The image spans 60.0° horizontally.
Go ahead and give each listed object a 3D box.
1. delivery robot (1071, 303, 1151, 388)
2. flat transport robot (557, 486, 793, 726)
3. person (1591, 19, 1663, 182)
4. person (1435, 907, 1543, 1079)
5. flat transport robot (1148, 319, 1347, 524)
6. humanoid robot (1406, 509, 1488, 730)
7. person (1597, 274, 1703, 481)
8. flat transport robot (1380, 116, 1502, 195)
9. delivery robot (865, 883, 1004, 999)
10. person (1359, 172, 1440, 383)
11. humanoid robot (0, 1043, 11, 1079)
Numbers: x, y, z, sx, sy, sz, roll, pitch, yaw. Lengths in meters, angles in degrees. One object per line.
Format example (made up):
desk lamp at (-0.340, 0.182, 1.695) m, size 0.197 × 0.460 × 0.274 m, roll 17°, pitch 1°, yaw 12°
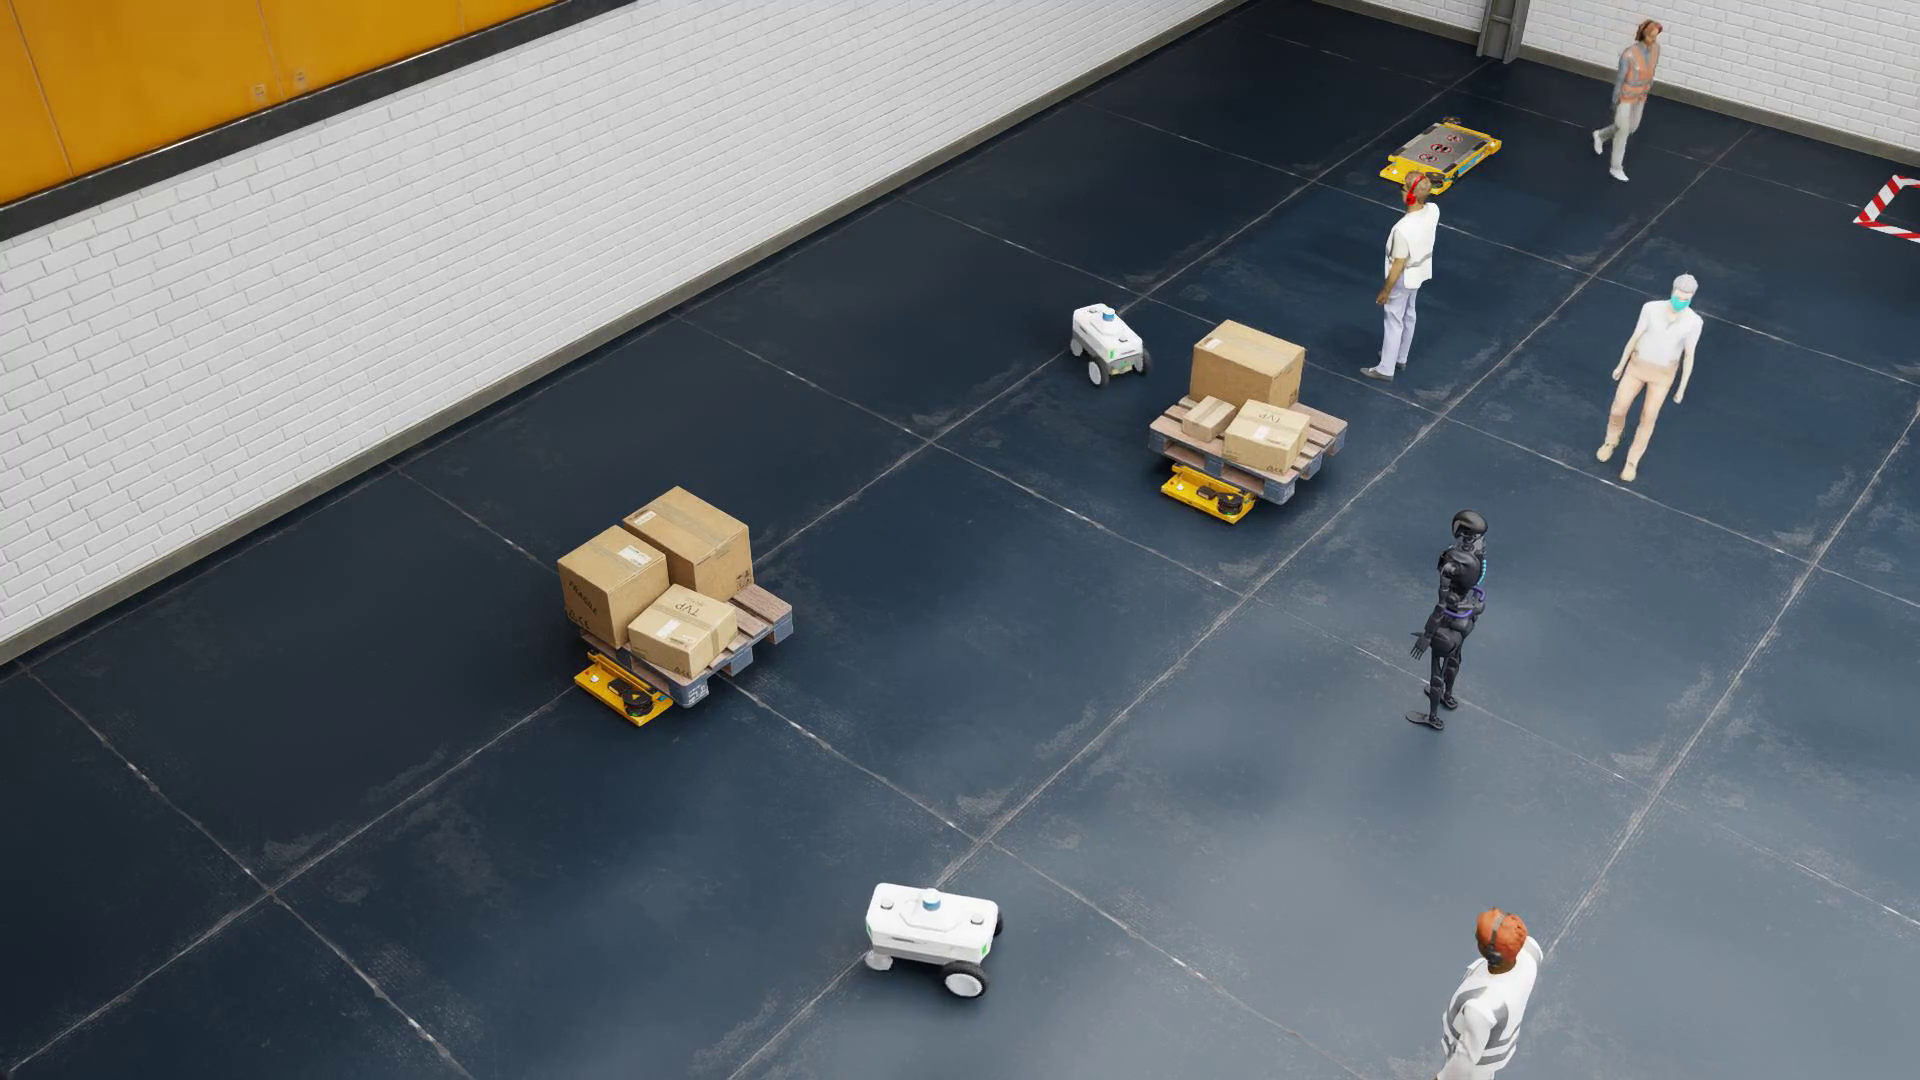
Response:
delivery robot at (1.258, -1.690, 14.144) m, size 0.499 × 0.579 × 0.753 m, roll -17°, pitch 42°, yaw -20°
flat transport robot at (-1.887, 0.697, 11.421) m, size 0.659 × 0.231 × 1.431 m, roll 28°, pitch 46°, yaw 30°
person at (6.717, -4.479, 16.770) m, size 0.510 × 1.621 × 0.605 m, roll -19°, pitch 43°, yaw -22°
person at (2.466, 2.421, 7.992) m, size 0.355 × 1.887 × 0.573 m, roll 28°, pitch 47°, yaw 30°
flat transport robot at (2.247, -0.650, 13.093) m, size 0.659 × 0.231 × 1.431 m, roll 26°, pitch 46°, yaw 29°
humanoid robot at (3.107, 0.493, 10.541) m, size 0.315 × 1.657 × 0.599 m, roll 28°, pitch 46°, yaw 30°
person at (5.267, -1.259, 12.674) m, size 0.536 × 1.736 × 0.405 m, roll 19°, pitch 42°, yaw 22°
flat transport robot at (4.999, -3.988, 17.237) m, size 0.659 × 0.231 × 1.431 m, roll 28°, pitch 46°, yaw 30°
delivery robot at (-0.133, 2.200, 9.342) m, size 0.805 × 0.612 × 0.499 m, roll 8°, pitch 39°, yaw 9°
person at (3.657, -2.146, 13.692) m, size 0.389 × 1.847 × 0.562 m, roll 28°, pitch 47°, yaw 30°
humanoid robot at (-5.000, 2.424, 8.156) m, size 0.506 × 1.638 × 0.589 m, roll -19°, pitch 42°, yaw -22°
